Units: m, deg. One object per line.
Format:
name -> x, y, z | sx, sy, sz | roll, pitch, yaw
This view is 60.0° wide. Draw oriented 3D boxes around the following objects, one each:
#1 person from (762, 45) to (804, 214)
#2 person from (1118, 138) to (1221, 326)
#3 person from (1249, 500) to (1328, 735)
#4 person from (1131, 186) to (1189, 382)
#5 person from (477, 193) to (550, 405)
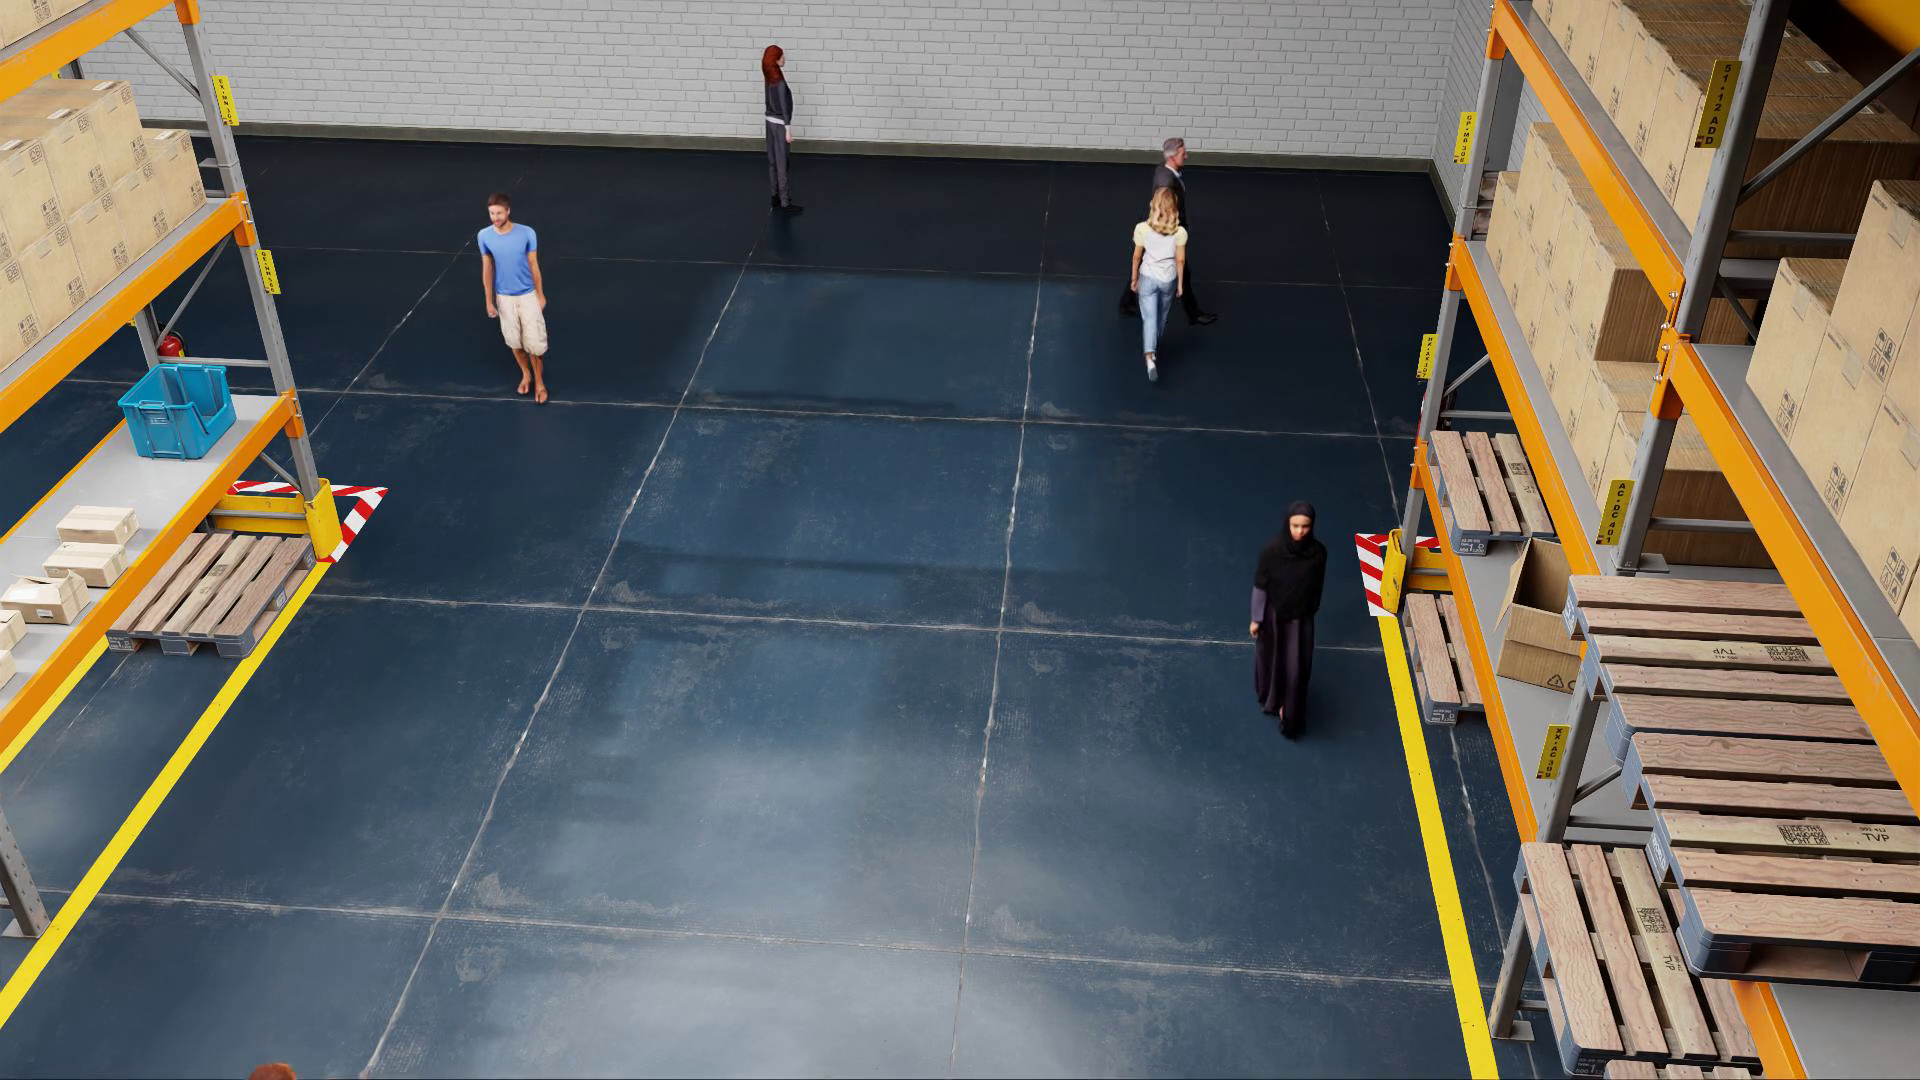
person -> -1.930, -4.373, 17.677 | 0.718, 1.779, 0.620 | -18, 37, -24
person -> 1.814, -2.829, 15.345 | 0.787, 1.788, 1.110 | 1, 34, 2
person -> 2.075, 0.409, 10.632 | 0.621, 1.612, 0.819 | 6, 34, 8
person -> 1.714, -2.195, 14.478 | 0.633, 1.693, 1.098 | 4, 34, 5
person -> -3.783, -2.129, 14.241 | 0.695, 1.845, 0.785 | -2, 34, -3
